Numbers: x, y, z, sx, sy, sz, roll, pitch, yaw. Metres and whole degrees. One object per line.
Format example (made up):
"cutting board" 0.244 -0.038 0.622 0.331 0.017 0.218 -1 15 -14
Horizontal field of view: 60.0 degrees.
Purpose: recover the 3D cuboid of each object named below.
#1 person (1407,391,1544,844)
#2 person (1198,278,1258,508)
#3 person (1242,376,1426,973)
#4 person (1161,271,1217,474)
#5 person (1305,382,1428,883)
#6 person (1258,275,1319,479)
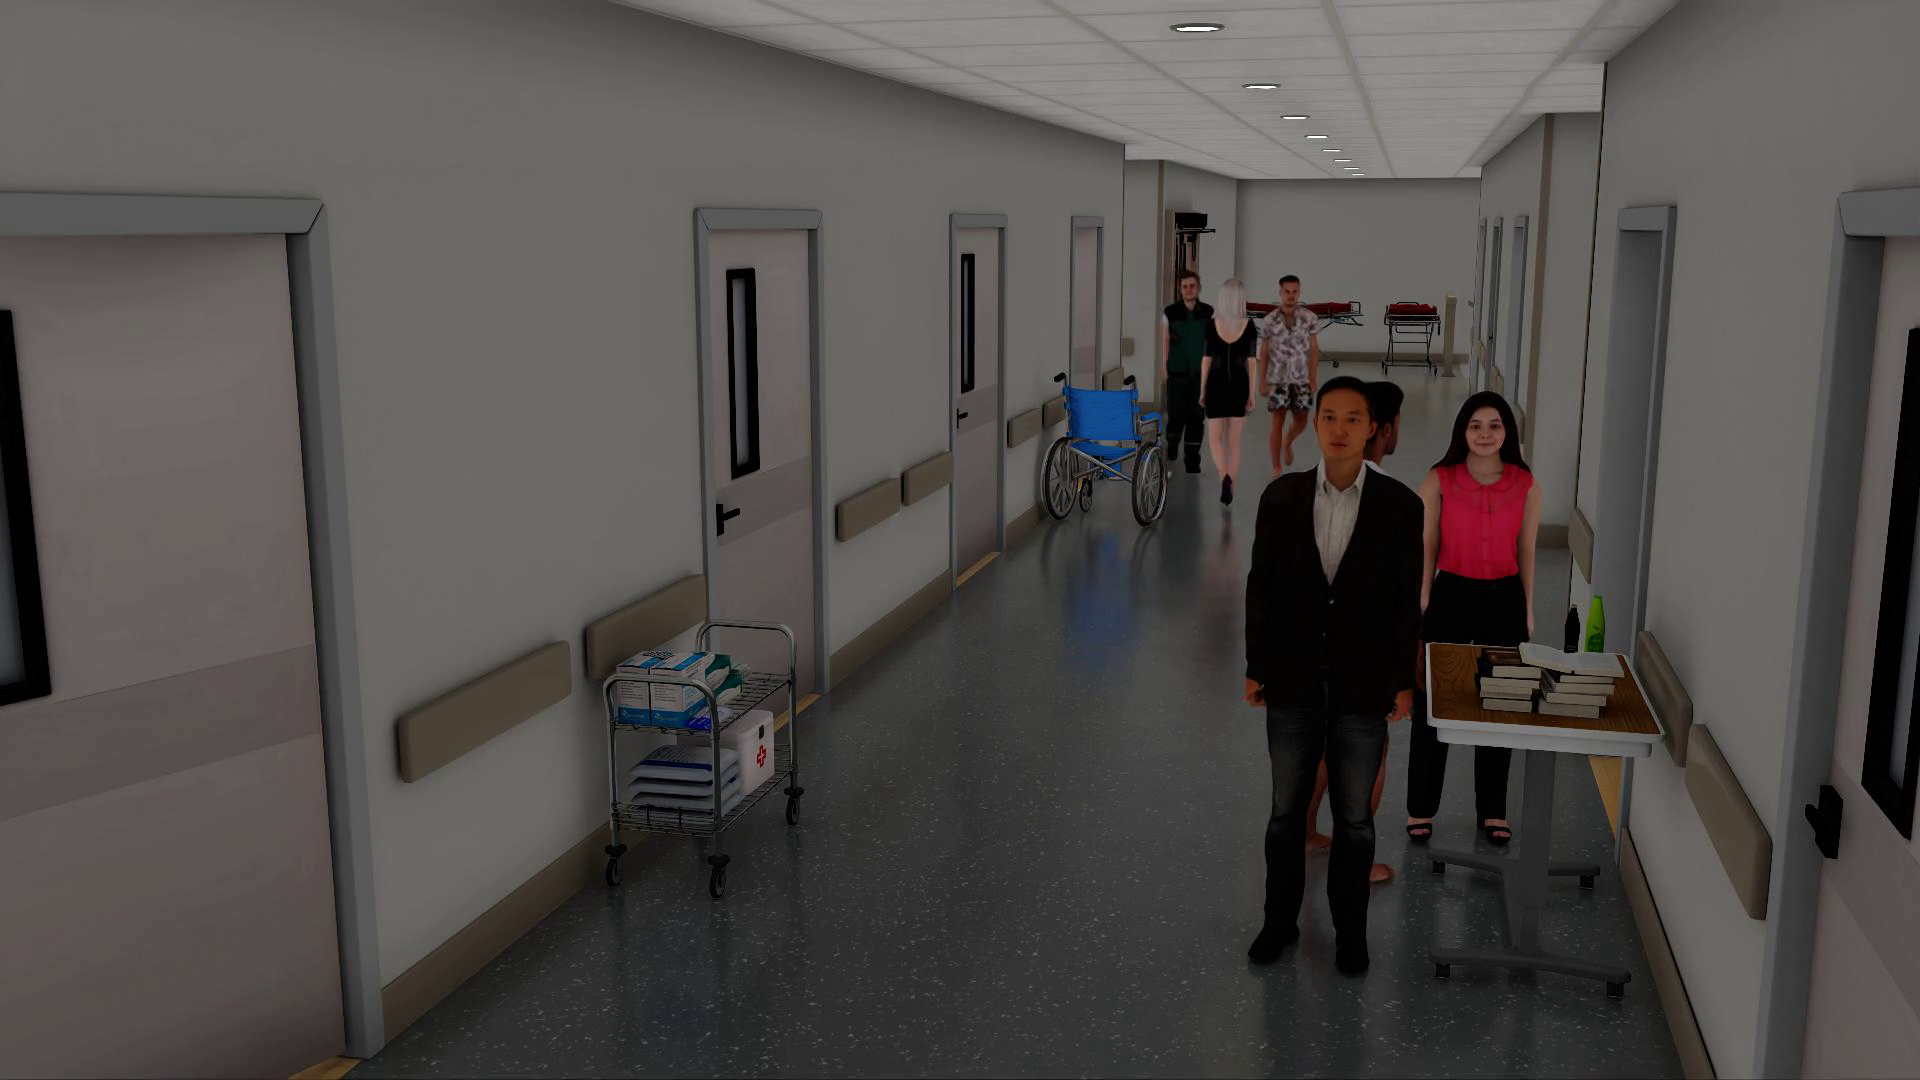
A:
"person" 1.873 0.285 6.063 0.611 1.660 0.558 1 11 5
"person" 2.112 -1.127 13.098 0.733 1.813 0.948 1 11 6
"person" 1.126 0.401 5.067 0.679 1.805 0.540 3 11 18
"person" 2.071 -1.526 15.151 0.820 1.826 1.017 -1 11 -4
"person" 1.320 0.316 5.748 0.863 1.717 0.765 -4 11 -18
"person" 2.931 -1.465 14.933 0.794 1.792 0.918 1 11 6
